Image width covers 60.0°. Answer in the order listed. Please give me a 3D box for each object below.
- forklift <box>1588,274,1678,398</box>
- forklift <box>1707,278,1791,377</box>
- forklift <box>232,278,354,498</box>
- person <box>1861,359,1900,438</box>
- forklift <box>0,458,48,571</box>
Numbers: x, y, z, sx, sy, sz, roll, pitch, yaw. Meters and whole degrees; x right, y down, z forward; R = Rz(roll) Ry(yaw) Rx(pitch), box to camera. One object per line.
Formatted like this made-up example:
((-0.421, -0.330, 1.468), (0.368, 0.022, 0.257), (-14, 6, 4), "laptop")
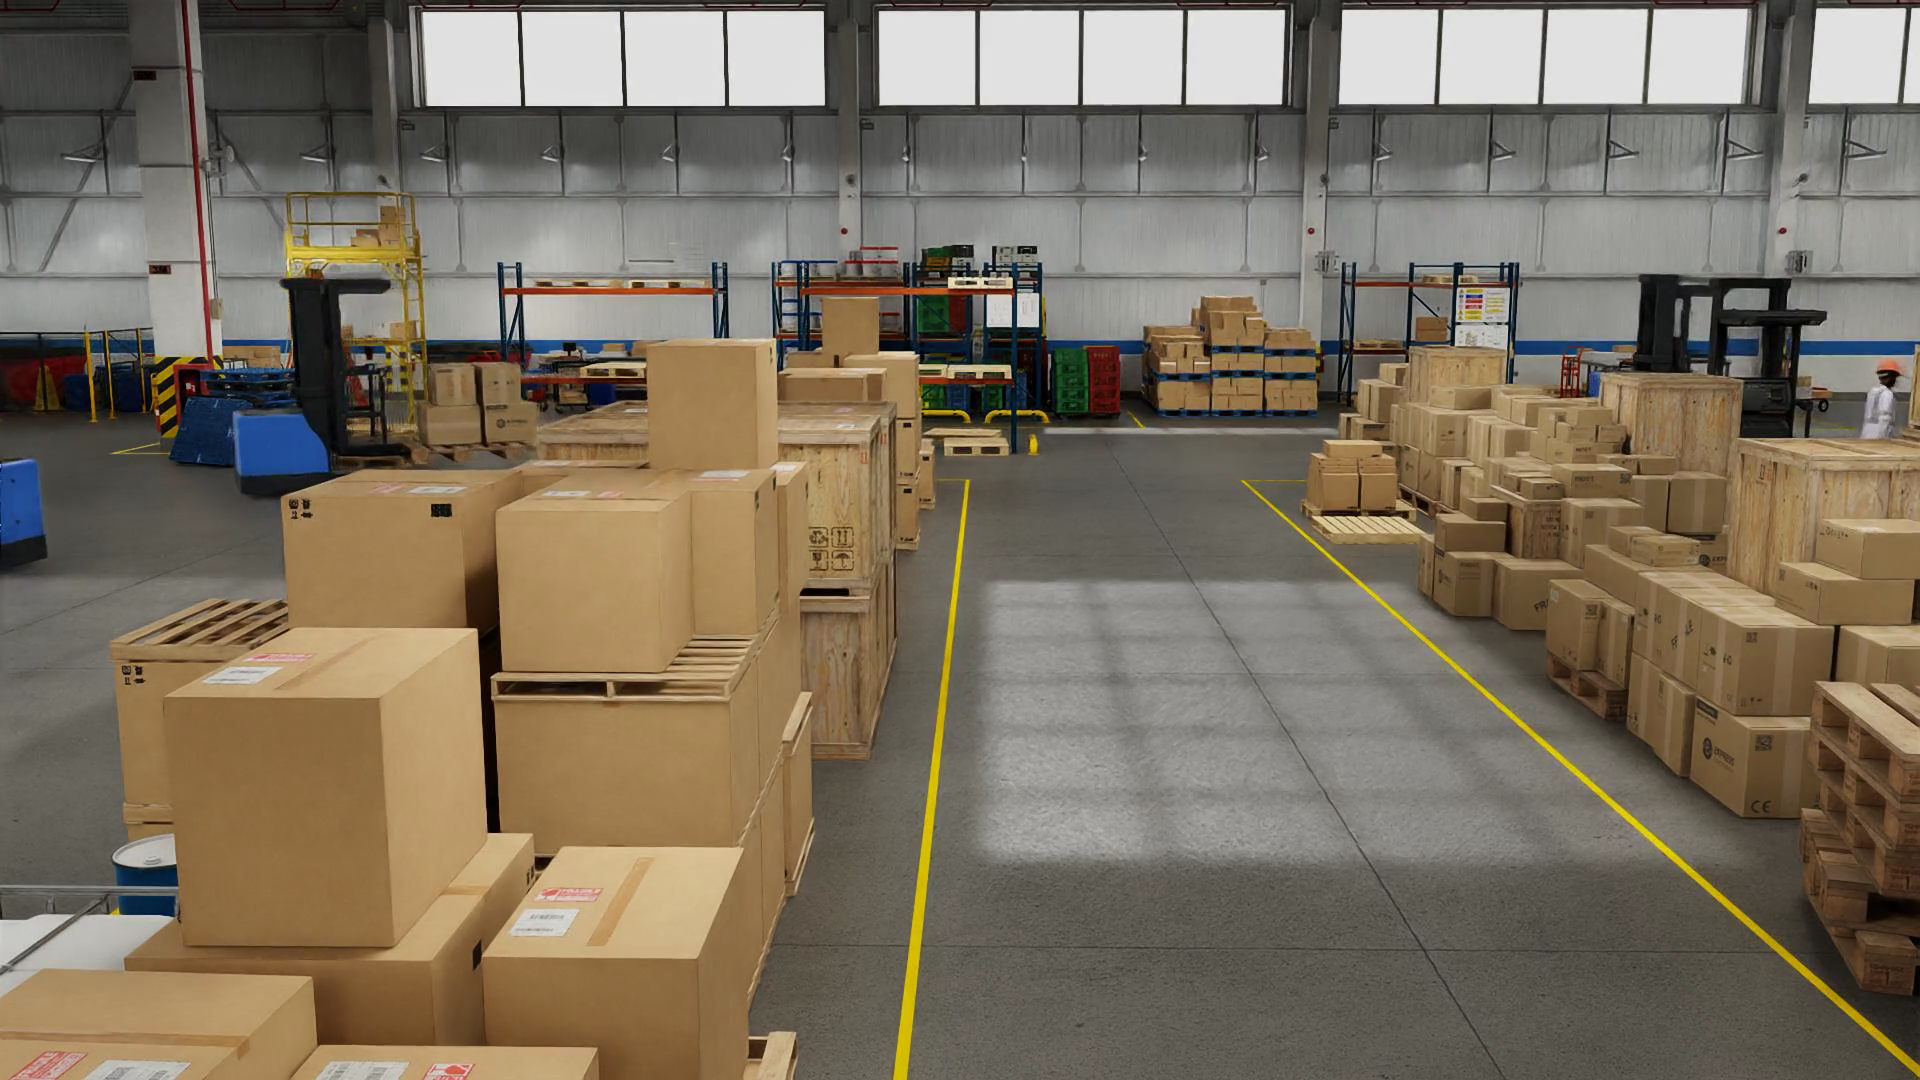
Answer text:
((12.184, -3.277, 29.264), (1.873, 2.768, 1.129), (0, 9, 1), "forklift")
((10.341, -2.065, 22.004), (1.129, 2.768, 1.873), (0, 9, 0), "forklift")
((-8.564, -2.040, 21.857), (1.873, 2.768, 1.129), (-5, 11, -27), "forklift")
((10.863, -1.171, 19.600), (0.379, 1.898, 0.754), (2, 10, 13), "person")
((-10.138, -1.086, 16.139), (1.873, 2.768, 1.129), (1, 10, 6), "forklift")
